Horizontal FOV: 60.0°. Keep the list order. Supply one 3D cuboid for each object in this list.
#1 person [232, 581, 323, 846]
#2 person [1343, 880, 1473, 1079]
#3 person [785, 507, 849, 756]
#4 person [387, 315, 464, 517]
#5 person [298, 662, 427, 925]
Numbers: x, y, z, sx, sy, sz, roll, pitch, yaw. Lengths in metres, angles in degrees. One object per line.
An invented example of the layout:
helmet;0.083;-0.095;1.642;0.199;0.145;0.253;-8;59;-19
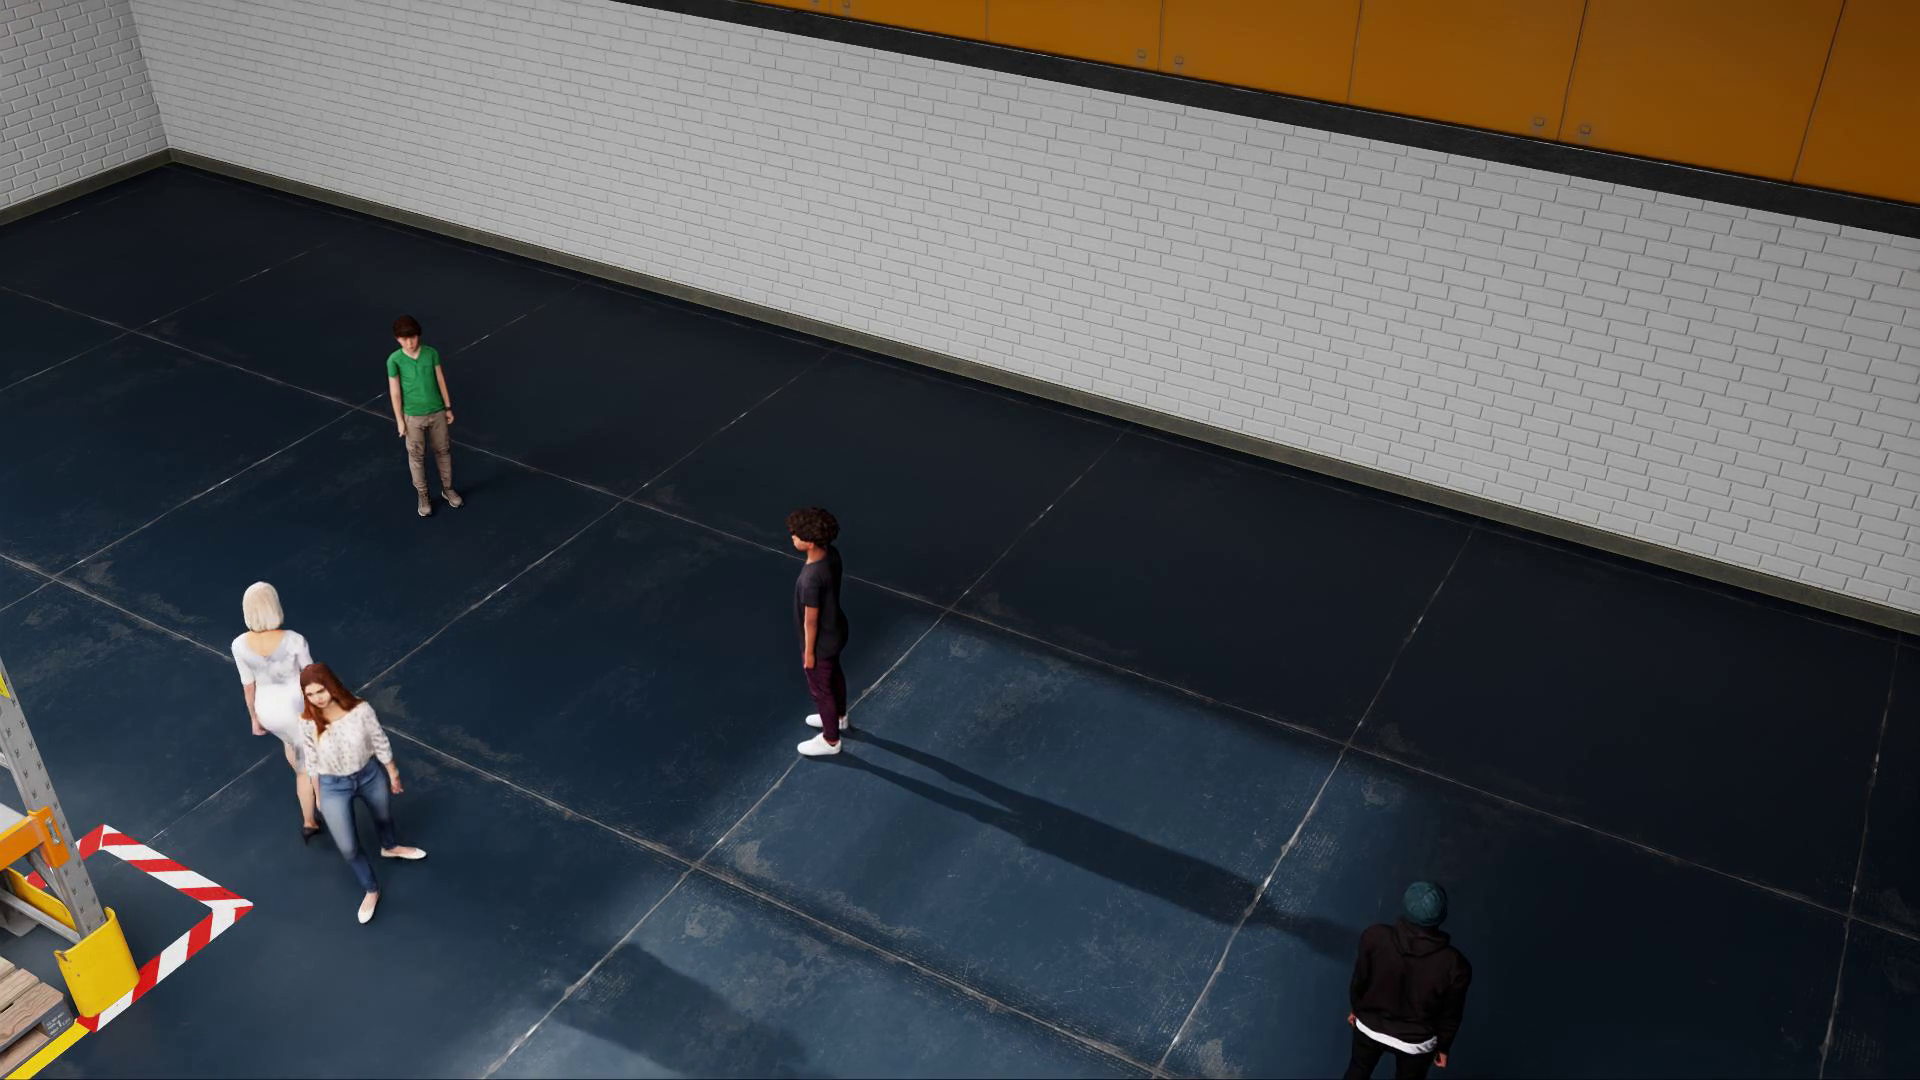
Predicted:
person;-3.917;1.063;9.656;0.846;1.723;0.955;-3;34;-4
person;2.037;2.263;7.764;0.685;1.820;0.605;18;37;24
person;-0.860;0.551;10.376;0.733;1.779;0.606;6;34;8
person;-4.132;-0.986;12.804;0.619;1.651;0.730;-19;38;-26
person;-3.372;1.324;9.280;0.859;1.705;0.911;-20;38;-27
